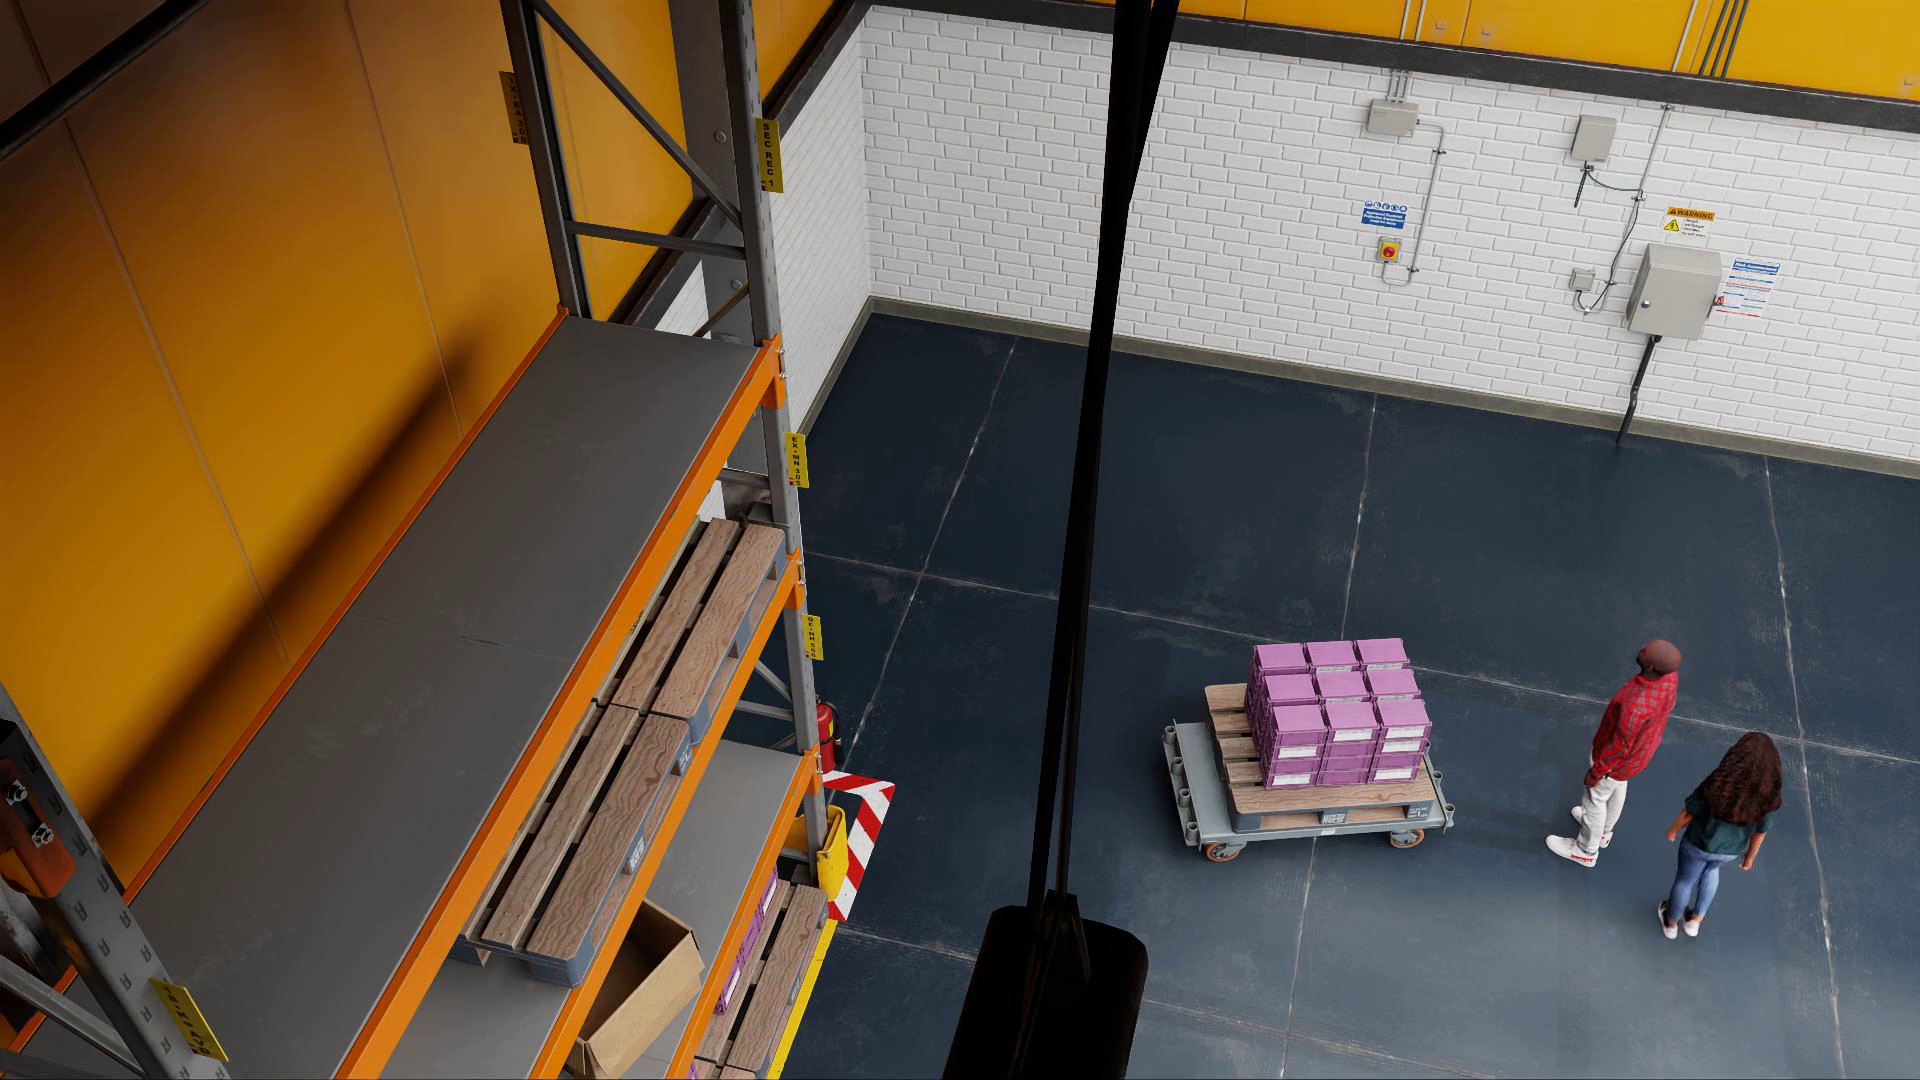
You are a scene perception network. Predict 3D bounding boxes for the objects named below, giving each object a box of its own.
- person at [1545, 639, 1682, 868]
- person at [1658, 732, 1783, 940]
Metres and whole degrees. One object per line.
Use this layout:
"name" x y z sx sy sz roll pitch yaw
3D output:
"person" 3.856 1.224 9.675 0.696 1.819 0.813 -33 53 -30
"person" 4.218 1.745 9.284 0.640 1.603 0.621 3 44 3
